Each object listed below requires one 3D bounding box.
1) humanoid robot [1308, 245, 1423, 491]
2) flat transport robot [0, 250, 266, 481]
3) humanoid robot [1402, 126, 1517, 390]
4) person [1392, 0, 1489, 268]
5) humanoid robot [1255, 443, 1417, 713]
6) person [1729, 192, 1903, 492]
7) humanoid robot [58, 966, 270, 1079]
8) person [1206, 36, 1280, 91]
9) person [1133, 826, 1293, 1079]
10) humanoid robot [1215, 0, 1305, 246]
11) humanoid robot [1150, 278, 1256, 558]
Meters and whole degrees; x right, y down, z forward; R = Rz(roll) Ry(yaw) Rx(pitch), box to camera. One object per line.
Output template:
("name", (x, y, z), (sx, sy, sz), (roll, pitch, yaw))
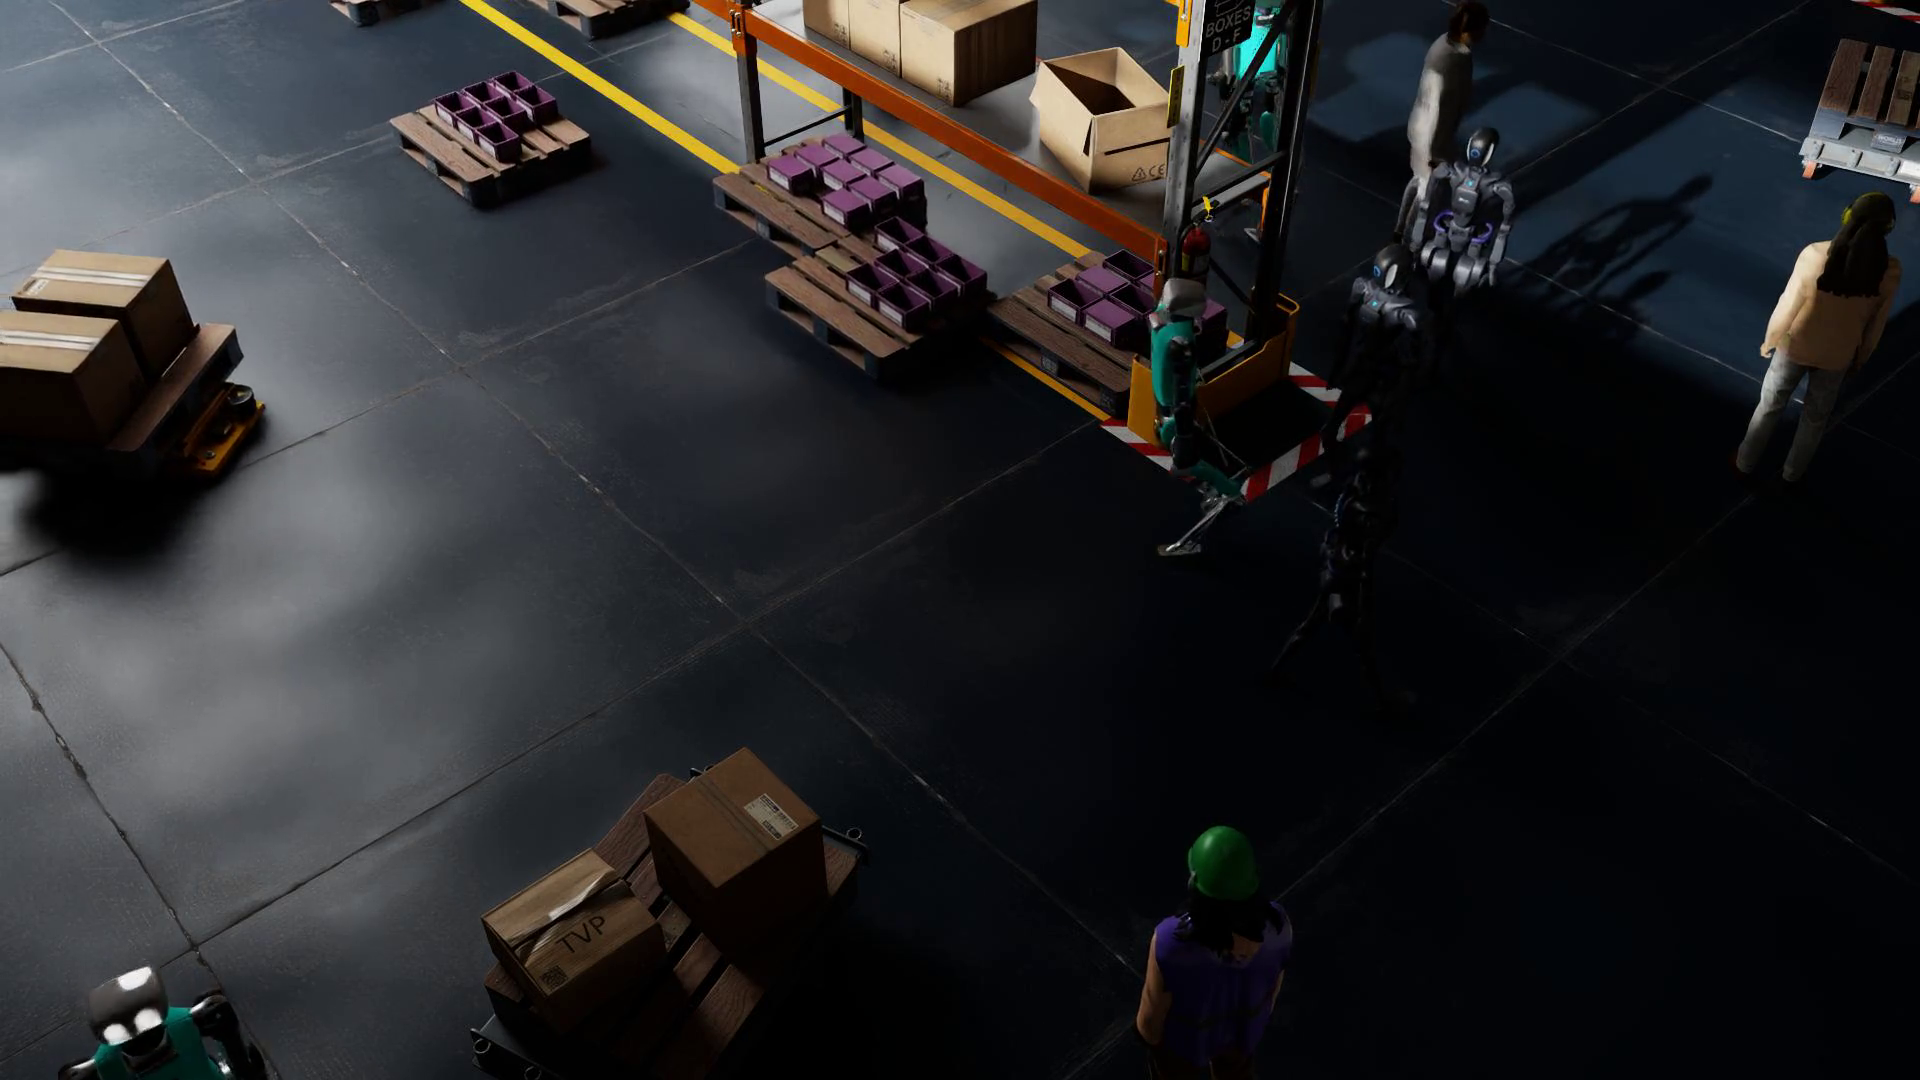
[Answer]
("humanoid robot", (2.234, -0.857, 8.993), (0.478, 1.645, 0.588), (-25, 48, -25))
("flat transport robot", (-4.951, -0.700, 9.856), (1.431, 0.231, 0.659), (6, 43, 6))
("humanoid robot", (3.010, -1.751, 9.994), (0.602, 1.638, 0.765), (22, 47, 22))
("person", (3.103, -2.649, 10.833), (0.381, 1.823, 0.523), (7, 43, 8))
("humanoid robot", (1.895, 0.161, 7.915), (0.787, 1.625, 0.601), (3, 43, 3))
("person", (4.661, -1.042, 9.044), (0.549, 1.877, 0.413), (15, 45, 15))
("humanoid robot", (-2.729, 1.942, 5.874), (0.531, 1.758, 0.751), (-26, 49, -25))
("person", (2.280, -4.164, 12.546), (0.764, 1.727, 0.565), (31, 51, 29))
("person", (0.894, 1.715, 6.005), (0.529, 1.927, 0.411), (-10, 44, -11))
("humanoid robot", (2.017, -2.682, 10.940), (0.531, 1.767, 0.834), (-13, 44, -14))
("humanoid robot", (1.301, -0.531, 8.667), (0.733, 1.910, 0.550), (-5, 43, -5))
